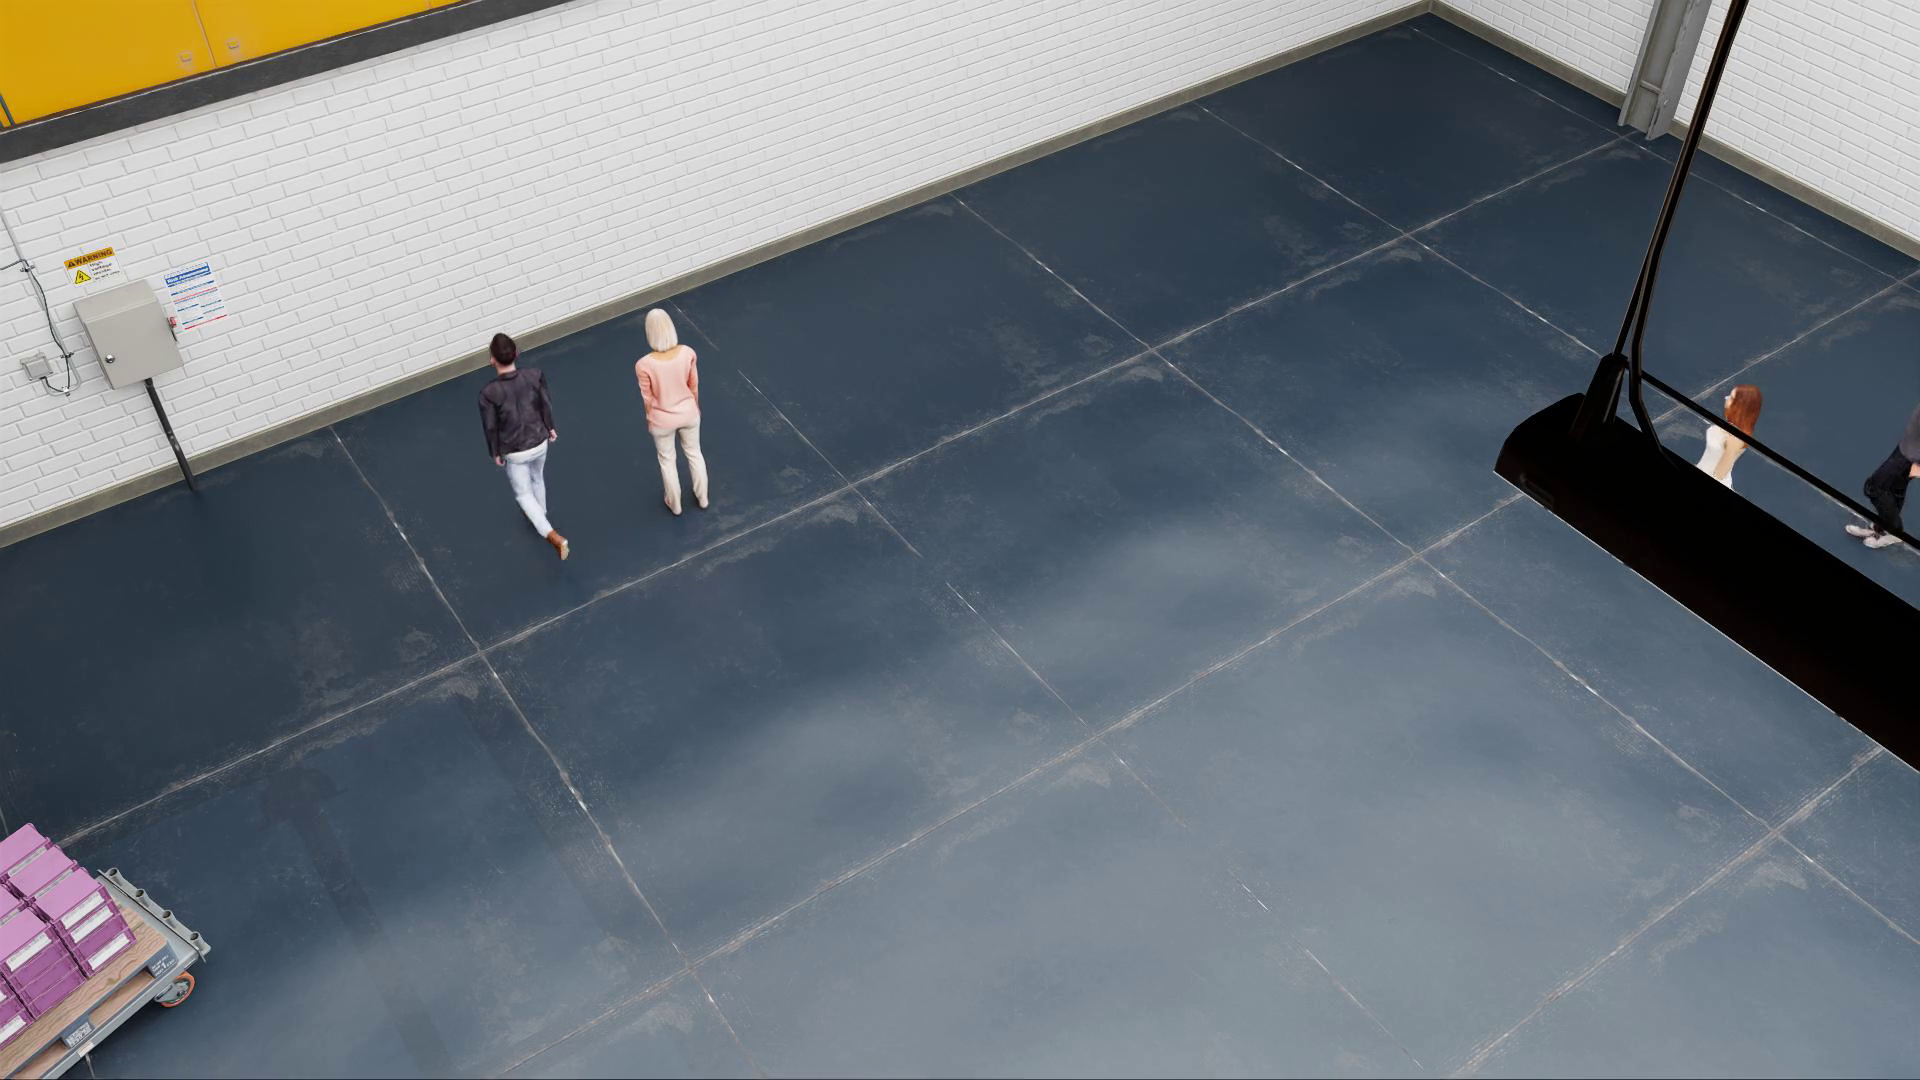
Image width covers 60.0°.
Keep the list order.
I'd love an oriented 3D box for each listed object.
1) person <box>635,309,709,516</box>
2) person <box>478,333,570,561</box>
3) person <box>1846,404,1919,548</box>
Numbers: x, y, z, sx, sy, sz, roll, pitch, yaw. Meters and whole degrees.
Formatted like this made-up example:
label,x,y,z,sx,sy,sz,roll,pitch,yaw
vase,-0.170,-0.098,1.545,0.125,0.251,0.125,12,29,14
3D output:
label,x,y,z,sx,sy,sz,roll,pitch,yaw
person,-2.050,-0.904,11.877,0.603,1.724,0.539,-22,48,-21
person,-2.988,-0.623,11.515,0.703,1.816,1.026,-29,51,-27
person,6.727,-0.609,11.546,0.770,1.753,0.743,23,48,22
